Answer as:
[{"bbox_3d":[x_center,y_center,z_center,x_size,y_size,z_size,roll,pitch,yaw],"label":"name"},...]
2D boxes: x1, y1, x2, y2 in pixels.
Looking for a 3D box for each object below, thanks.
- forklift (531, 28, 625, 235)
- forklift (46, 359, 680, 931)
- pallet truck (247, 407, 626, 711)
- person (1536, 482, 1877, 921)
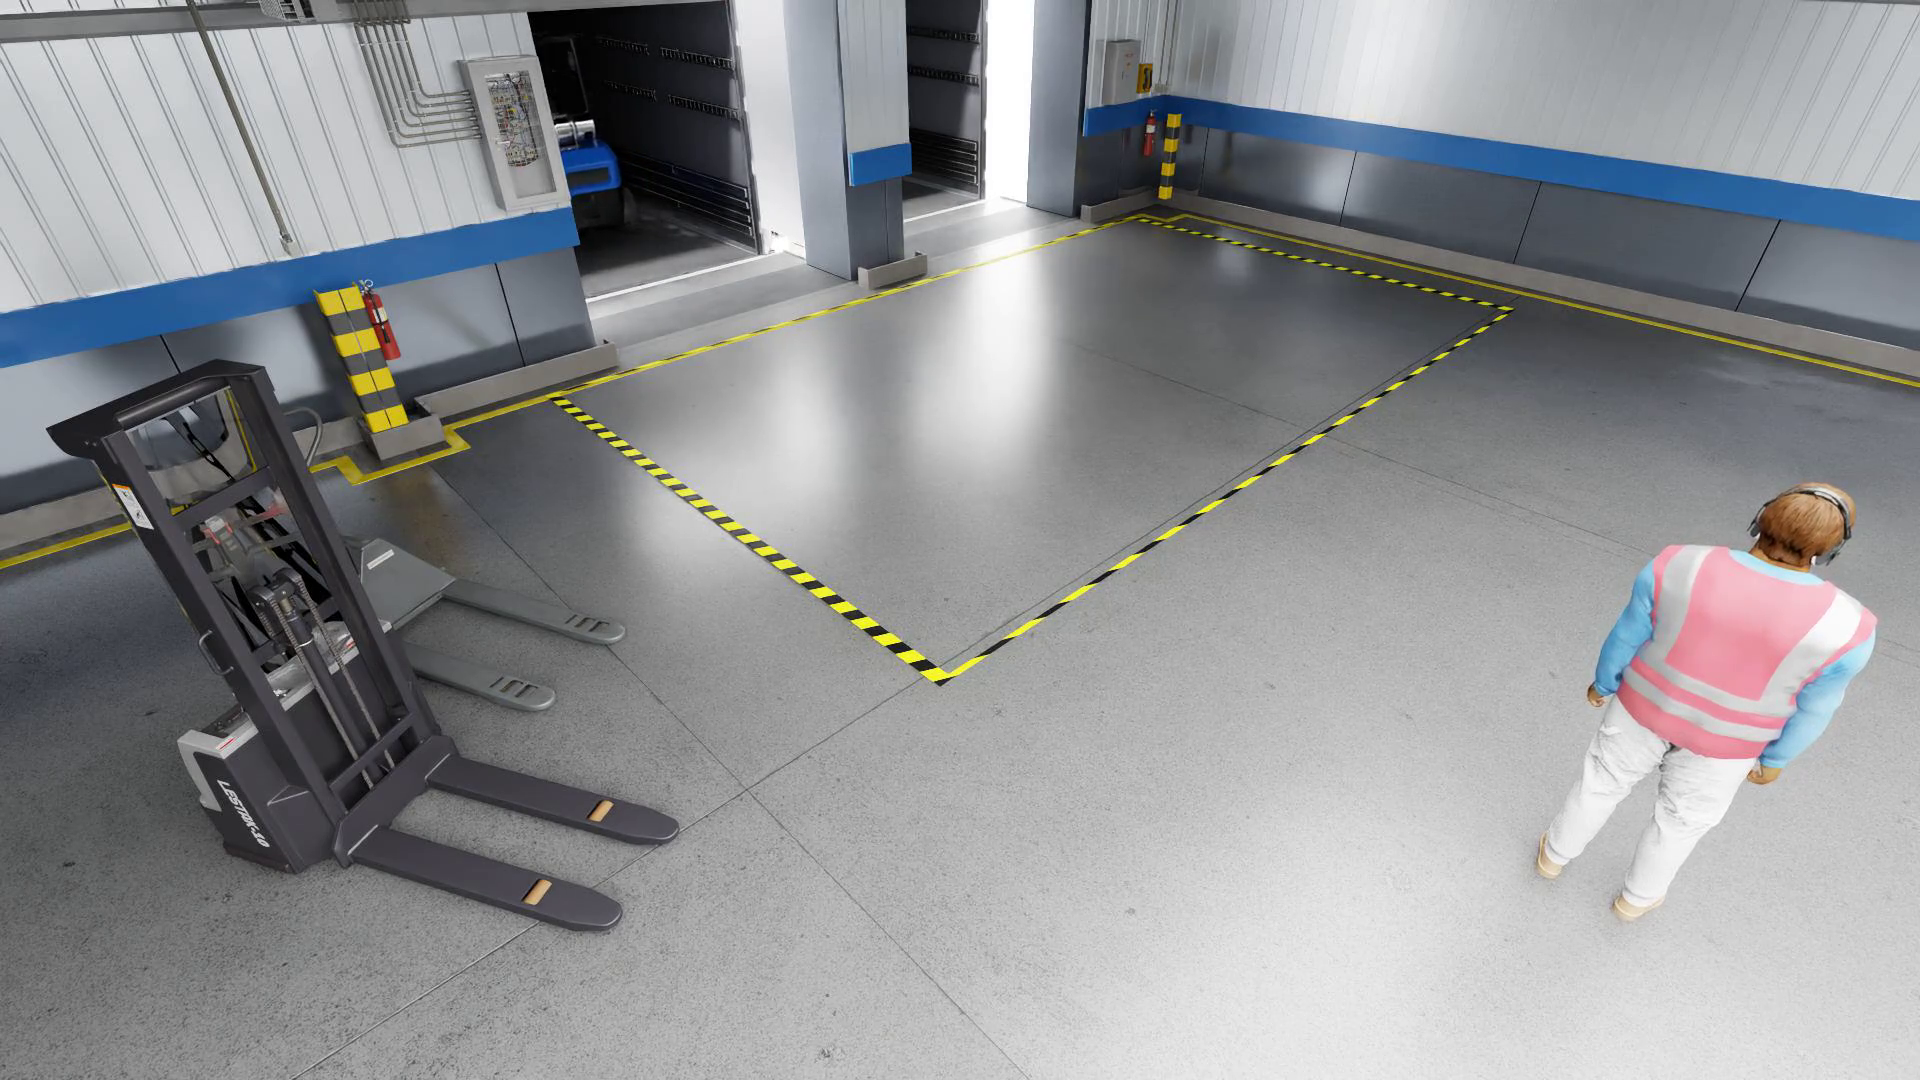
[{"bbox_3d":[-5.130,-4.949,10.932,1.157,2.036,2.680,-26,42,-33],"label":"forklift"},{"bbox_3d":[-2.135,0.422,3.354,1.885,1.965,0.823,10,35,14],"label":"forklift"},{"bbox_3d":[-2.628,0.038,4.590,1.601,1.201,0.680,12,36,18],"label":"pallet truck"},{"bbox_3d":[2.552,0.612,3.212,0.430,1.844,0.620,-28,43,-34],"label":"person"}]
